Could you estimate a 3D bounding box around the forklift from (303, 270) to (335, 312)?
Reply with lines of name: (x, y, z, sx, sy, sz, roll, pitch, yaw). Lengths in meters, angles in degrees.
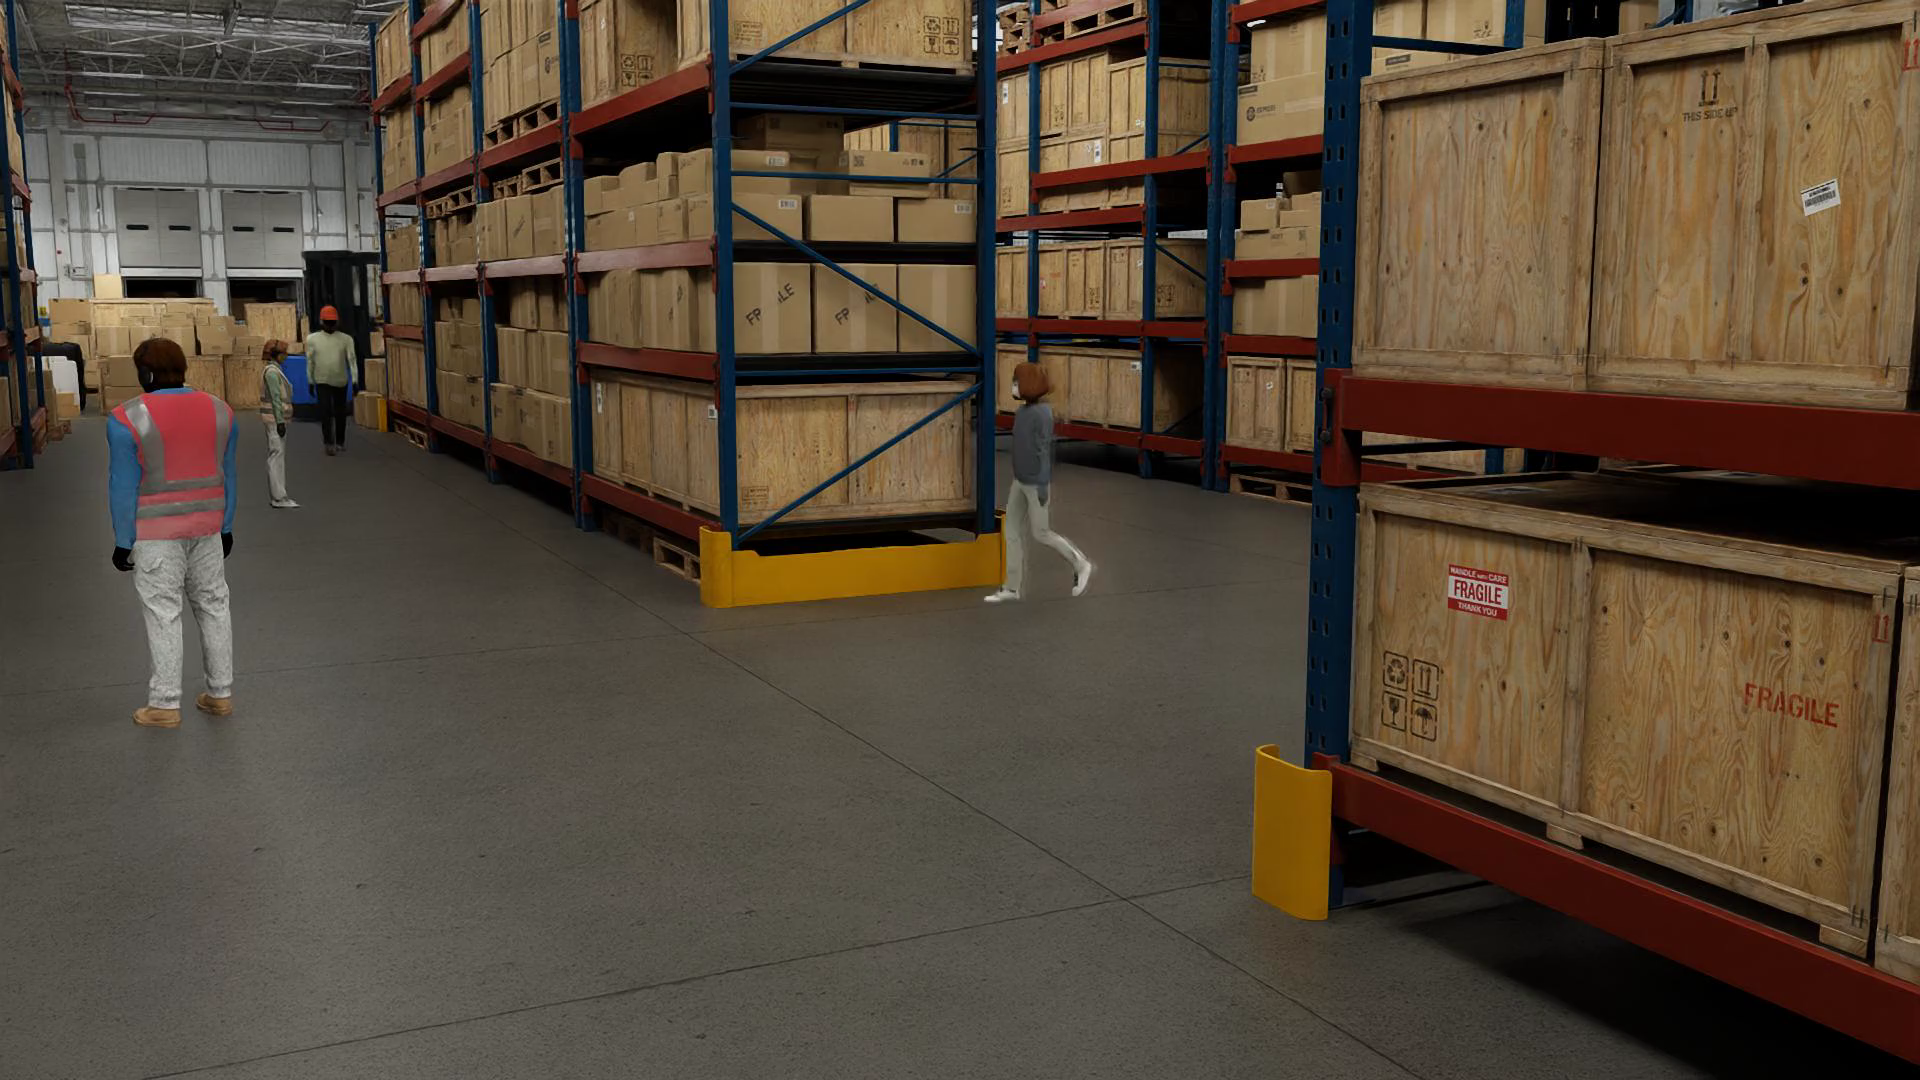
forklift: (-17.916, -6.195, 46.810, 1.129, 2.768, 1.873, -5, 10, -33)

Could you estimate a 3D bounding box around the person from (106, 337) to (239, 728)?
person: (-3.737, -0.036, 7.900, 0.429, 1.844, 0.627, 5, 10, 33)

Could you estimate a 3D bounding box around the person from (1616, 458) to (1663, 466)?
person: (5.556, -0.844, 13.421, 1.029, 1.875, 0.602, -4, 9, -25)

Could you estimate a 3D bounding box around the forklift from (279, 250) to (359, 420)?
forklift: (-10.586, -3.463, 27.966, 1.129, 2.768, 1.873, 5, 10, 33)

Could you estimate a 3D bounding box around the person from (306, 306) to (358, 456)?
person: (-8.178, -2.078, 21.689, 0.619, 1.940, 1.056, -4, 9, -23)

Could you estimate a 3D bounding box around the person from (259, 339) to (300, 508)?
person: (-6.609, -1.124, 16.105, 0.308, 1.639, 0.510, -4, 9, -25)

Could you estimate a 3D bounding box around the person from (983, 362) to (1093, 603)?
person: (0.528, -0.381, 11.074, 0.696, 1.608, 0.508, -4, 9, -23)

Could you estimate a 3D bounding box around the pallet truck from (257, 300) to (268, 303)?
pallet truck: (-23.913, -7.404, 58.171, 1.885, 1.965, 0.823, -1, 8, -9)
